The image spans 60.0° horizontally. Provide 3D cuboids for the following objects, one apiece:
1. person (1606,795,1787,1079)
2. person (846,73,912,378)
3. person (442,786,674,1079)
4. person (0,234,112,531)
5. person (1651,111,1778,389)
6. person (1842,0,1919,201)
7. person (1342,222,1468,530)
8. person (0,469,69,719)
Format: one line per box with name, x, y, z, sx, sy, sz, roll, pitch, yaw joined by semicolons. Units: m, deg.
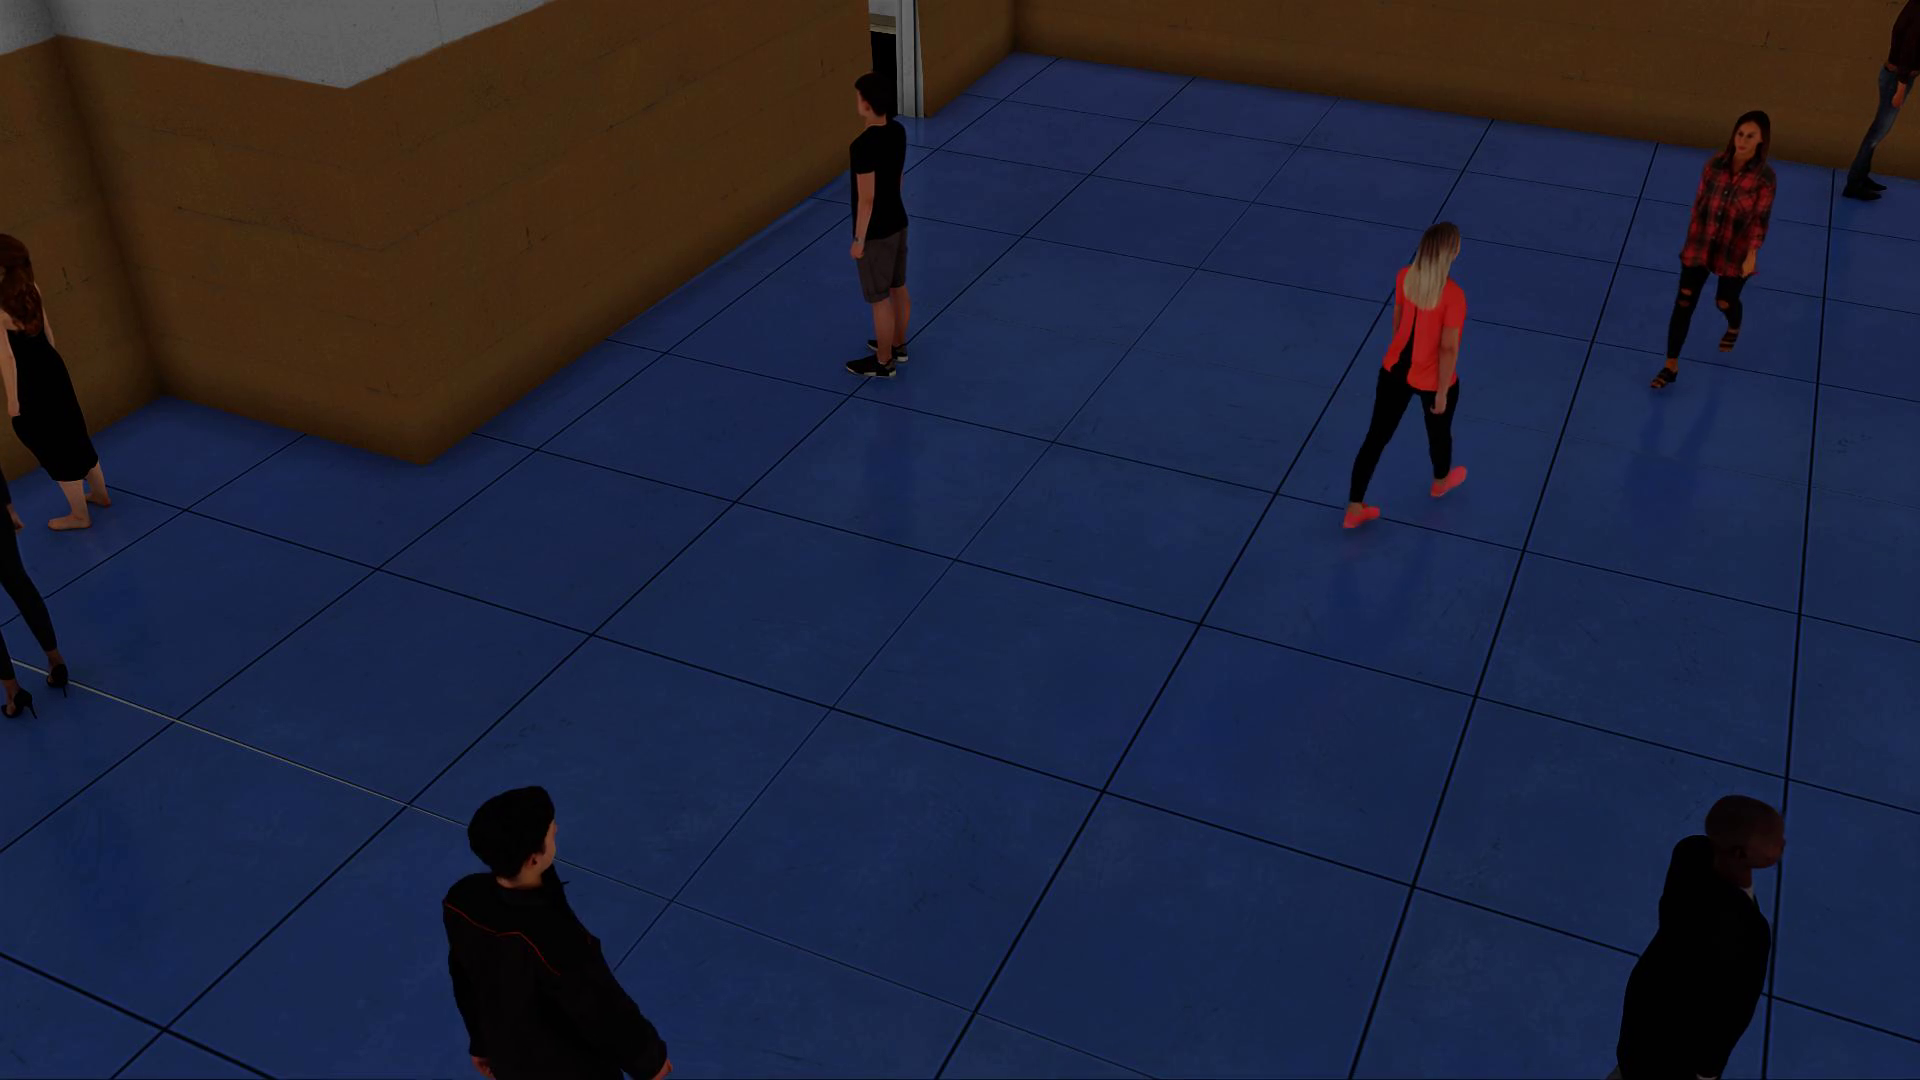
person;2.153;1.451;5.023;0.673;1.761;0.711;3;34;5
person;-0.469;-1.867;9.921;0.584;1.861;0.677;16;37;22
person;-1.237;1.547;4.742;1.164;1.912;1.007;29;43;36
person;-4.722;-0.804;8.536;0.672;1.624;0.646;4;34;6
person;4.554;-1.726;9.874;0.947;1.677;1.091;-28;42;-35
person;6.929;-3.410;12.315;0.520;1.778;0.637;17;37;23
person;2.263;-0.784;8.488;1.013;1.645;1.149;-24;40;-31
person;-4.275;-0.022;7.171;0.562;1.835;0.635;20;38;27
